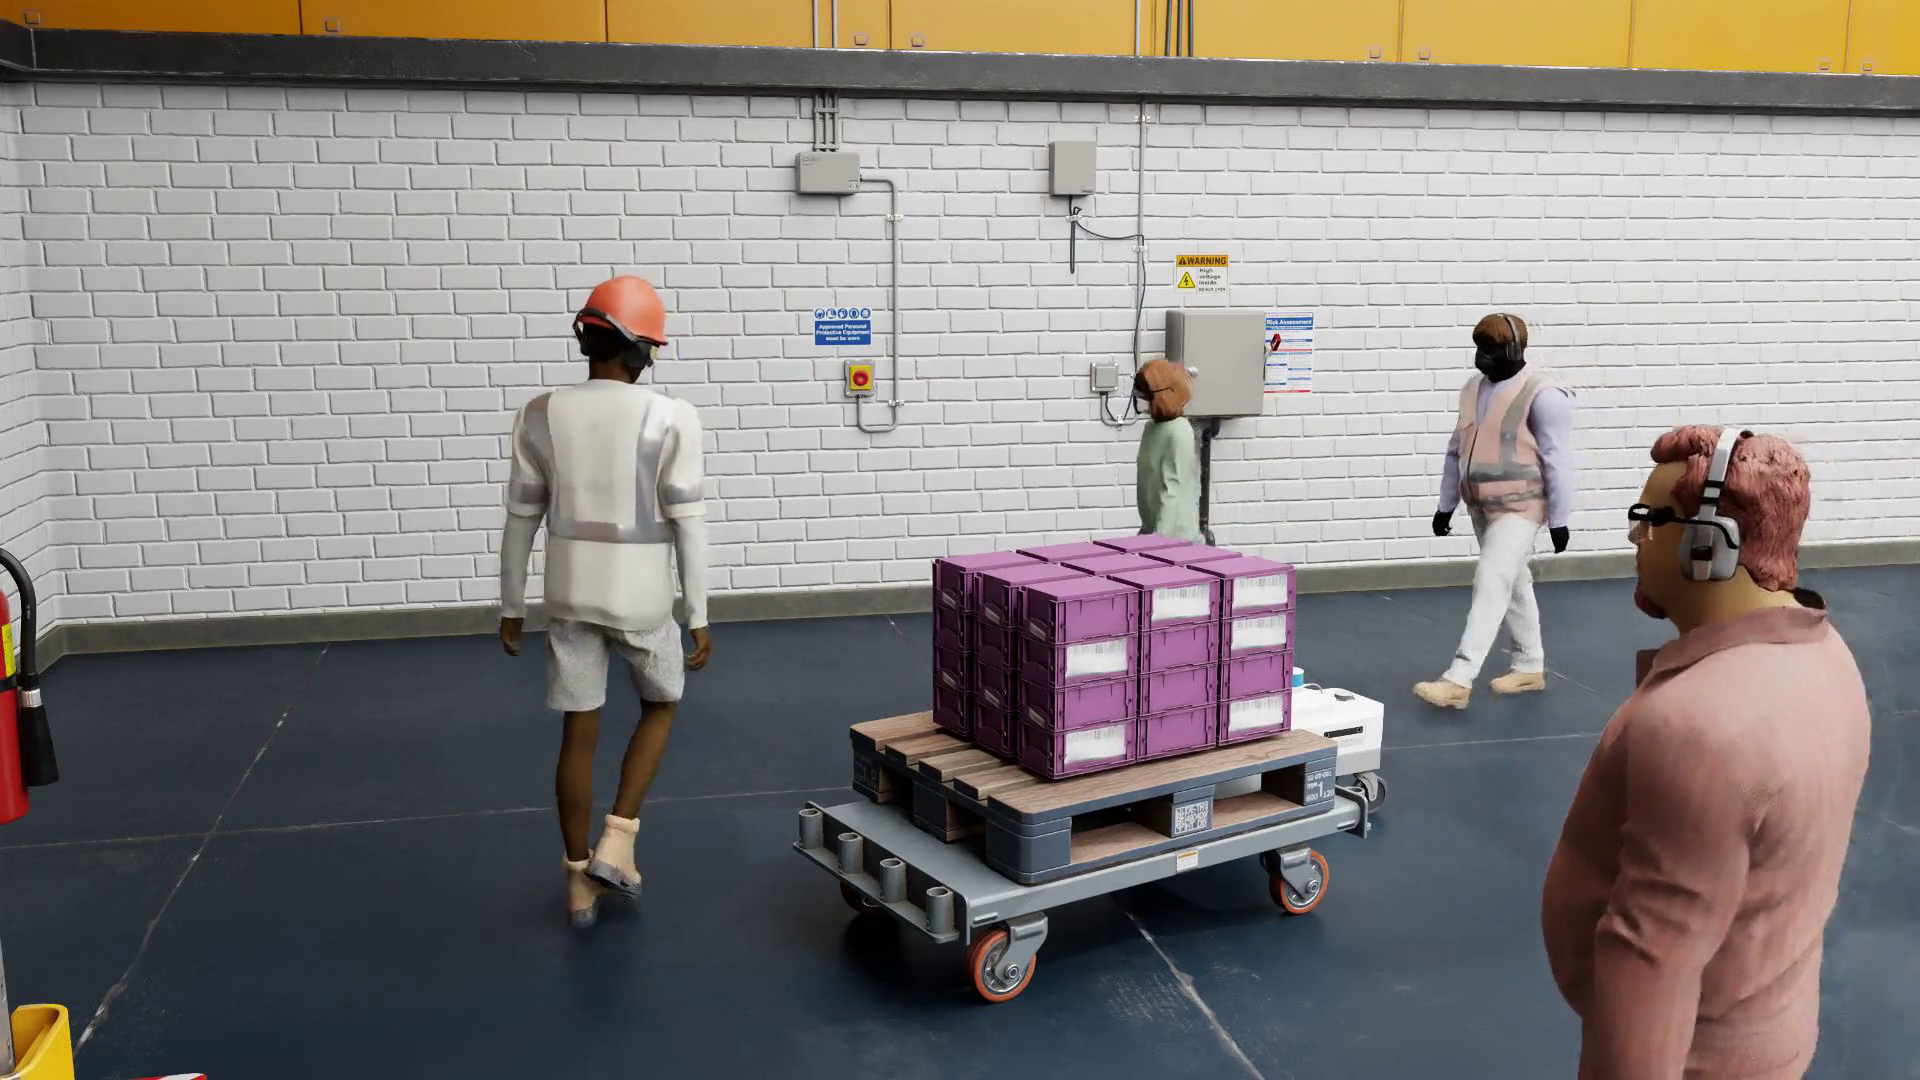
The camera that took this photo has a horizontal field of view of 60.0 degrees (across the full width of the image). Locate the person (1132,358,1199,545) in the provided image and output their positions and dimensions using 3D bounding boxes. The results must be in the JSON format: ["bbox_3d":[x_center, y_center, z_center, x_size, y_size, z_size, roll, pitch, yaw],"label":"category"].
[{"bbox_3d":[0.875,-0.002,7.430,0.408,1.616,0.496,-3,11,-16],"label":"person"}]

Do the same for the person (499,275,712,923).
[{"bbox_3d":[-1.119,0.191,5.230,0.739,2.017,0.487,1,10,7],"label":"person"}]

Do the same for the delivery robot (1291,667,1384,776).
[{"bbox_3d":[1.212,0.712,6.143,0.707,0.478,0.477,-5,11,-26],"label":"delivery robot"}]

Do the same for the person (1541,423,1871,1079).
[{"bbox_3d":[1.133,0.764,2.459,0.897,1.873,0.649,8,13,36],"label":"person"}]

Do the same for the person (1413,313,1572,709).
[{"bbox_3d":[2.407,-0.131,7.623,0.919,1.794,0.644,-3,11,-18],"label":"person"}]
